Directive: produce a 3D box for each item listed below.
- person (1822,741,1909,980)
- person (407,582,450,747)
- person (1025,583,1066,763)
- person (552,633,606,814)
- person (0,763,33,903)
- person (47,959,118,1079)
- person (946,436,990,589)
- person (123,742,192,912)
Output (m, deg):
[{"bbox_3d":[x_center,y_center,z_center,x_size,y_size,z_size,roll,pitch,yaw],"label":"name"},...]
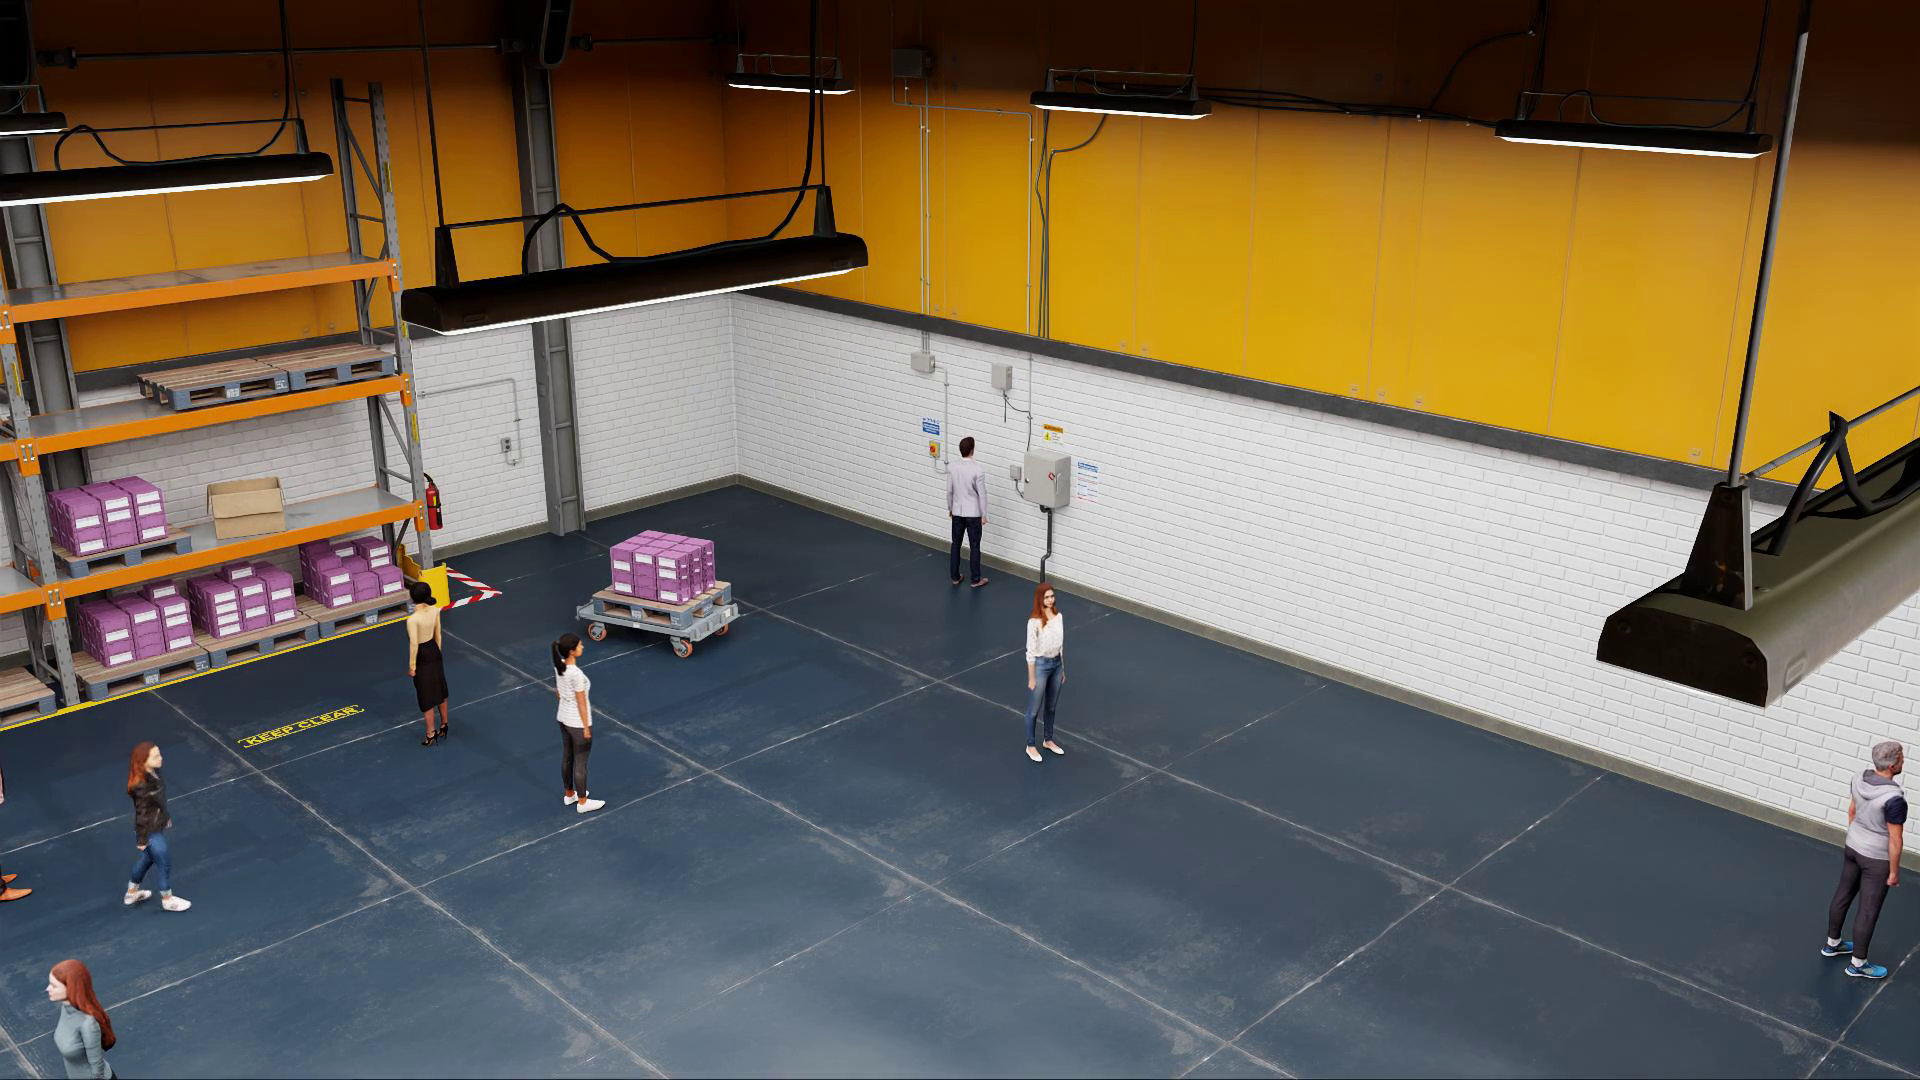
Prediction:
[{"bbox_3d":[6.698,2.323,12.267,0.793,1.830,0.771,-3,19,-8],"label":"person"},{"bbox_3d":[-5.110,1.175,15.951,0.698,1.653,0.583,8,20,22],"label":"person"},{"bbox_3d":[0.800,1.221,15.697,0.489,1.729,0.673,-13,22,-33],"label":"person"},{"bbox_3d":[-3.410,1.597,14.710,0.534,1.646,0.579,-15,24,-37],"label":"person"},{"bbox_3d":[-7.824,2.010,13.228,0.573,1.808,0.688,-16,25,-40],"label":"person"},{"bbox_3d":[-5.076,3.220,9.736,0.550,1.743,0.581,-16,24,-39],"label":"person"},{"bbox_3d":[0.077,-0.350,20.169,0.734,1.851,0.672,10,21,26],"label":"person"},{"bbox_3d":[-6.407,2.252,13.060,0.861,1.458,0.763,-6,20,-17],"label":"person"}]
